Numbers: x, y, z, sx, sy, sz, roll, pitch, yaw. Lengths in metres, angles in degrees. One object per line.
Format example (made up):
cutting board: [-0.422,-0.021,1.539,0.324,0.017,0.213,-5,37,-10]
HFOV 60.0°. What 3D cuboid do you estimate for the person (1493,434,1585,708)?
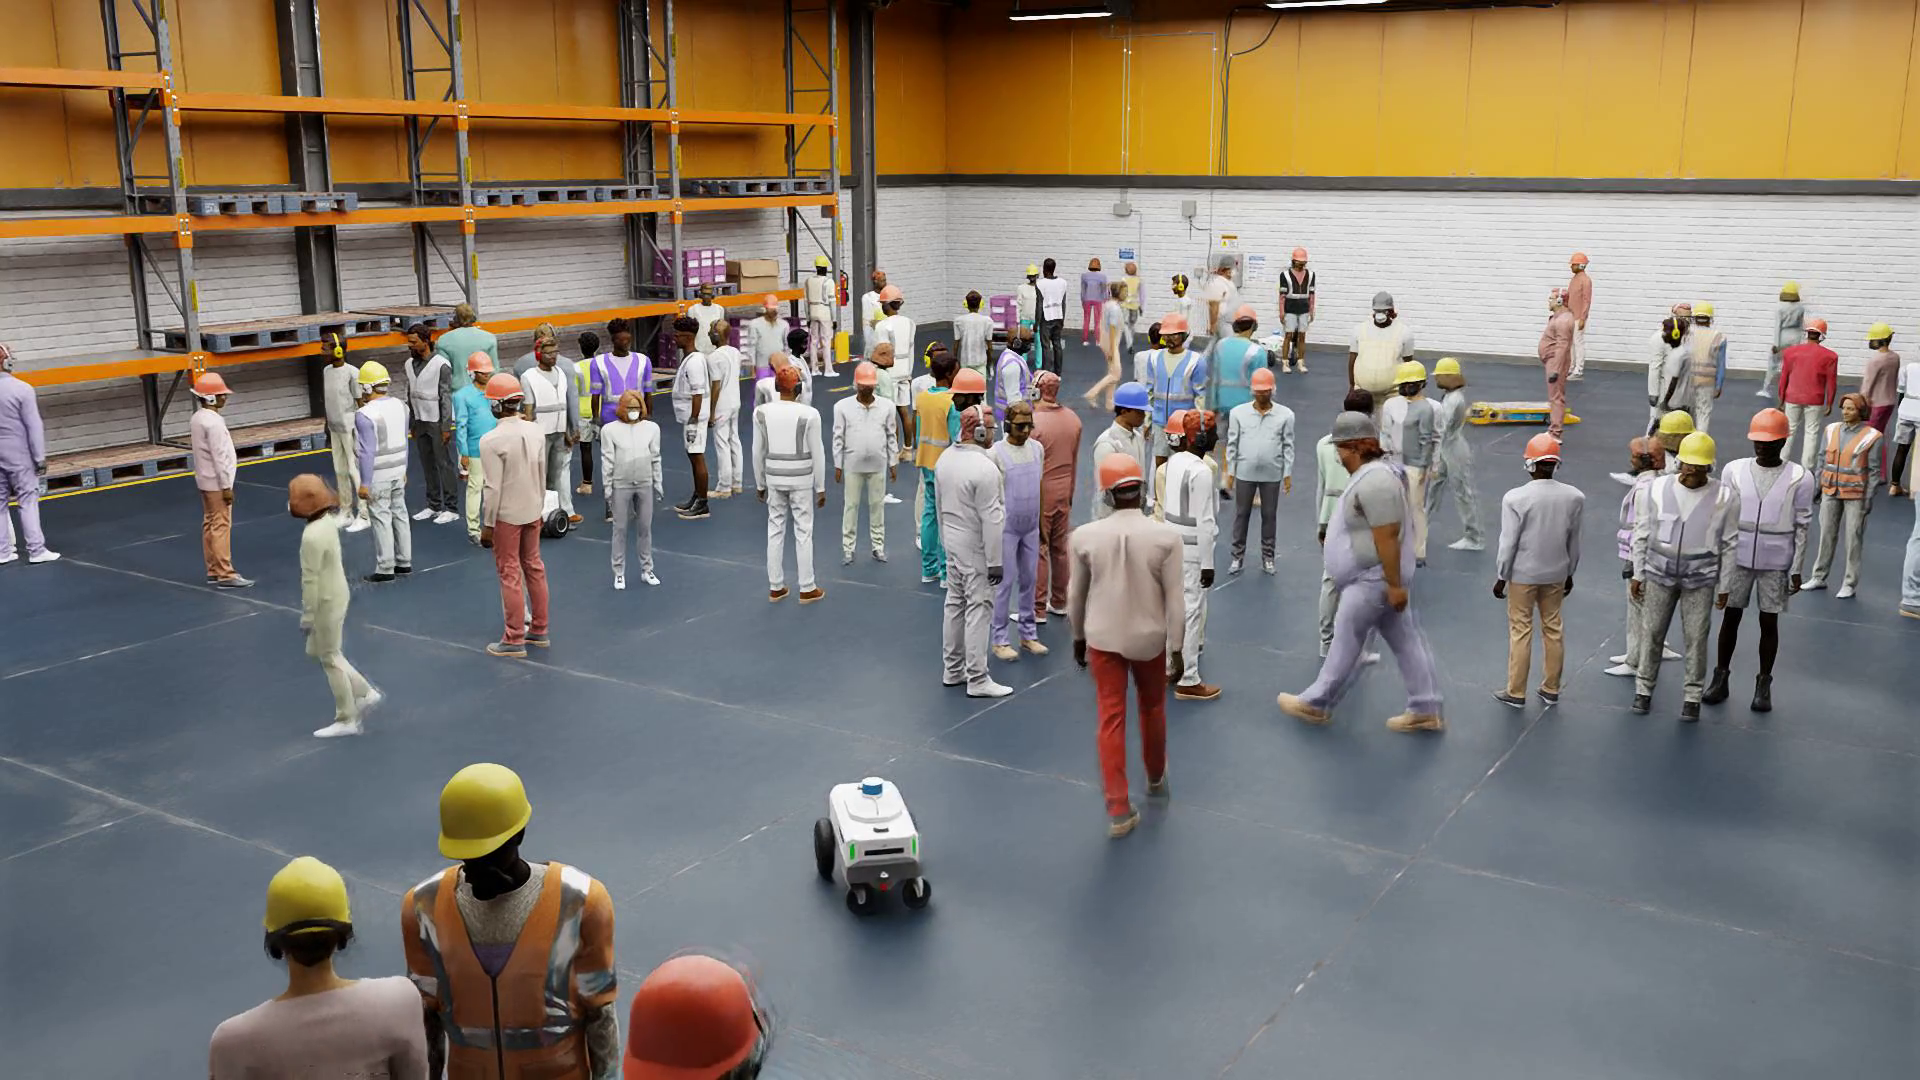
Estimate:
person: [3.659,0.193,10.598,0.568,1.750,0.342,-3,13,-12]

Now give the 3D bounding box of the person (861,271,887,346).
person: [-1.146,-2.868,23.590,0.352,1.884,0.580,11,17,39]

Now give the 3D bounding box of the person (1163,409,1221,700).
person: [1.492,0.089,10.762,0.338,1.882,0.582,-3,13,-15]

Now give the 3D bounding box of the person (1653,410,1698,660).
person: [4.946,-0.044,11.649,0.295,1.743,0.492,2,13,8]

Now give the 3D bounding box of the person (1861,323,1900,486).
person: [9.690,-1.421,17.603,0.539,1.753,0.343,-8,15,-30]

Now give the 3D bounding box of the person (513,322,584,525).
person: [-3.876,-1.084,15.728,0.635,1.938,0.360,3,13,15]

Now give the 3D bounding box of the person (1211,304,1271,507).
person: [2.813,-1.329,16.606,0.440,2.020,0.703,-11,17,-41]

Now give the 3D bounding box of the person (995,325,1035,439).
person: [0.558,-1.214,16.532,0.429,1.835,0.624,0,13,1]

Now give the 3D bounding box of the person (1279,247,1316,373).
person: [5.457,-3.705,26.901,0.602,2.035,0.401,-2,13,-8]

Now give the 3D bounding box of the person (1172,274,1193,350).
person: [3.111,-2.774,23.260,0.337,1.857,0.519,1,13,5]

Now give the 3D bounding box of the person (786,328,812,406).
person: [-1.717,-1.394,17.608,0.315,1.695,0.541,1,13,4]

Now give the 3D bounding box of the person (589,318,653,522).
person: [-3.233,-1.154,15.976,0.616,1.963,0.361,-5,14,-21]

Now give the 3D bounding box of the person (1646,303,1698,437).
person: [7.827,-1.644,18.238,0.651,1.904,0.401,-6,14,-25]

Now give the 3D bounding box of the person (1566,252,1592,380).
person: [9.672,-3.510,26.132,0.381,1.994,0.621,-1,13,-5]

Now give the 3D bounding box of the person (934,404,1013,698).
person: [0.105,0.067,10.812,0.403,1.906,0.652,-8,15,-30]

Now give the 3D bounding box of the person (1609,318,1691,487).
person: [7.345,-1.406,17.389,0.935,1.816,0.535,4,13,15]

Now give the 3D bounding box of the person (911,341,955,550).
person: [-0.201,-0.840,14.821,0.514,1.873,0.329,-9,16,-36]

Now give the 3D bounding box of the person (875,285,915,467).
person: [-0.775,-1.856,18.854,0.391,2.041,0.615,10,16,36]

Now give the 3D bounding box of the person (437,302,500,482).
person: [-5.270,-1.586,17.910,0.632,1.940,0.372,-4,14,-17]

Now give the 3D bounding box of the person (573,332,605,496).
person: [-3.807,-1.304,17.218,0.539,1.696,0.317,-9,16,-35]

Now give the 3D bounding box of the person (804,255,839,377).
person: [-2.205,-3.553,26.465,0.585,1.928,0.378,8,15,31]

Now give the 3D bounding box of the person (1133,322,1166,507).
person: [1.941,-1.255,16.663,0.337,1.858,0.524,-12,18,-42]

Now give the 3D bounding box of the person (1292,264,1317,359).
person: [5.888,-3.938,28.680,0.442,1.678,0.509,10,16,37]

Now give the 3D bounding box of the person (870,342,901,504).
person: [-0.776,-1.189,16.855,0.264,1.632,0.507,-4,14,-17]

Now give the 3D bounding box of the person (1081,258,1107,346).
person: [2.475,-4.410,30.851,0.494,1.624,0.279,4,14,16]

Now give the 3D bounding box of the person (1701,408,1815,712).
person: [5.026,0.126,10.484,0.549,1.936,0.376,9,16,35]

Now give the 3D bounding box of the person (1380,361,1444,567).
person: [3.845,-0.652,14.238,0.525,1.769,0.315,5,14,22]

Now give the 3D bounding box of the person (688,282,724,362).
person: [-3.349,-2.496,22.067,0.513,1.841,0.326,-8,15,-30]

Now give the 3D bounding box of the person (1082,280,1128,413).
person: [2.005,-2.616,22.620,0.535,1.824,0.554,-1,13,-2]

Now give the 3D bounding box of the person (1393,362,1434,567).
person: [3.842,-0.644,14.227,0.338,1.758,0.538,-3,13,-14]

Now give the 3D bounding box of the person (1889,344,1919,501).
person: [9.786,-1.240,16.958,0.319,1.691,0.540,-6,14,-25]

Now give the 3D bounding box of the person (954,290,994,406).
person: [0.164,-2.142,20.497,0.508,1.862,0.326,0,13,2]

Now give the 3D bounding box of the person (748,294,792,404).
person: [-2.432,-2.293,21.395,0.583,1.740,0.382,-6,14,-24]

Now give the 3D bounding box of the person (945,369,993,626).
person: [0.074,-0.305,12.350,0.361,1.939,0.543,-1,13,-5]

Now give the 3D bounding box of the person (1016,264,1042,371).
person: [1.161,-3.559,26.844,0.523,1.769,0.316,1,13,6]

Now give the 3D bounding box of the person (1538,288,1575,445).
person: [7.245,-2.117,20.280,0.405,1.911,0.636,5,14,19]

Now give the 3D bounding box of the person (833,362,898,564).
person: [-0.808,-0.661,14.301,0.566,1.750,0.341,-2,13,-11]

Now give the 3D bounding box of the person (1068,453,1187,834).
person: [0.894,0.504,8.834,0.640,1.938,1.011,3,13,12]

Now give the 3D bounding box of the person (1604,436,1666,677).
person: [4.585,0.111,11.211,0.307,1.637,0.512,7,15,28]

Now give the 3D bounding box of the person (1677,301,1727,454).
person: [8.562,-1.849,19.313,0.587,1.824,0.404,8,15,30]
